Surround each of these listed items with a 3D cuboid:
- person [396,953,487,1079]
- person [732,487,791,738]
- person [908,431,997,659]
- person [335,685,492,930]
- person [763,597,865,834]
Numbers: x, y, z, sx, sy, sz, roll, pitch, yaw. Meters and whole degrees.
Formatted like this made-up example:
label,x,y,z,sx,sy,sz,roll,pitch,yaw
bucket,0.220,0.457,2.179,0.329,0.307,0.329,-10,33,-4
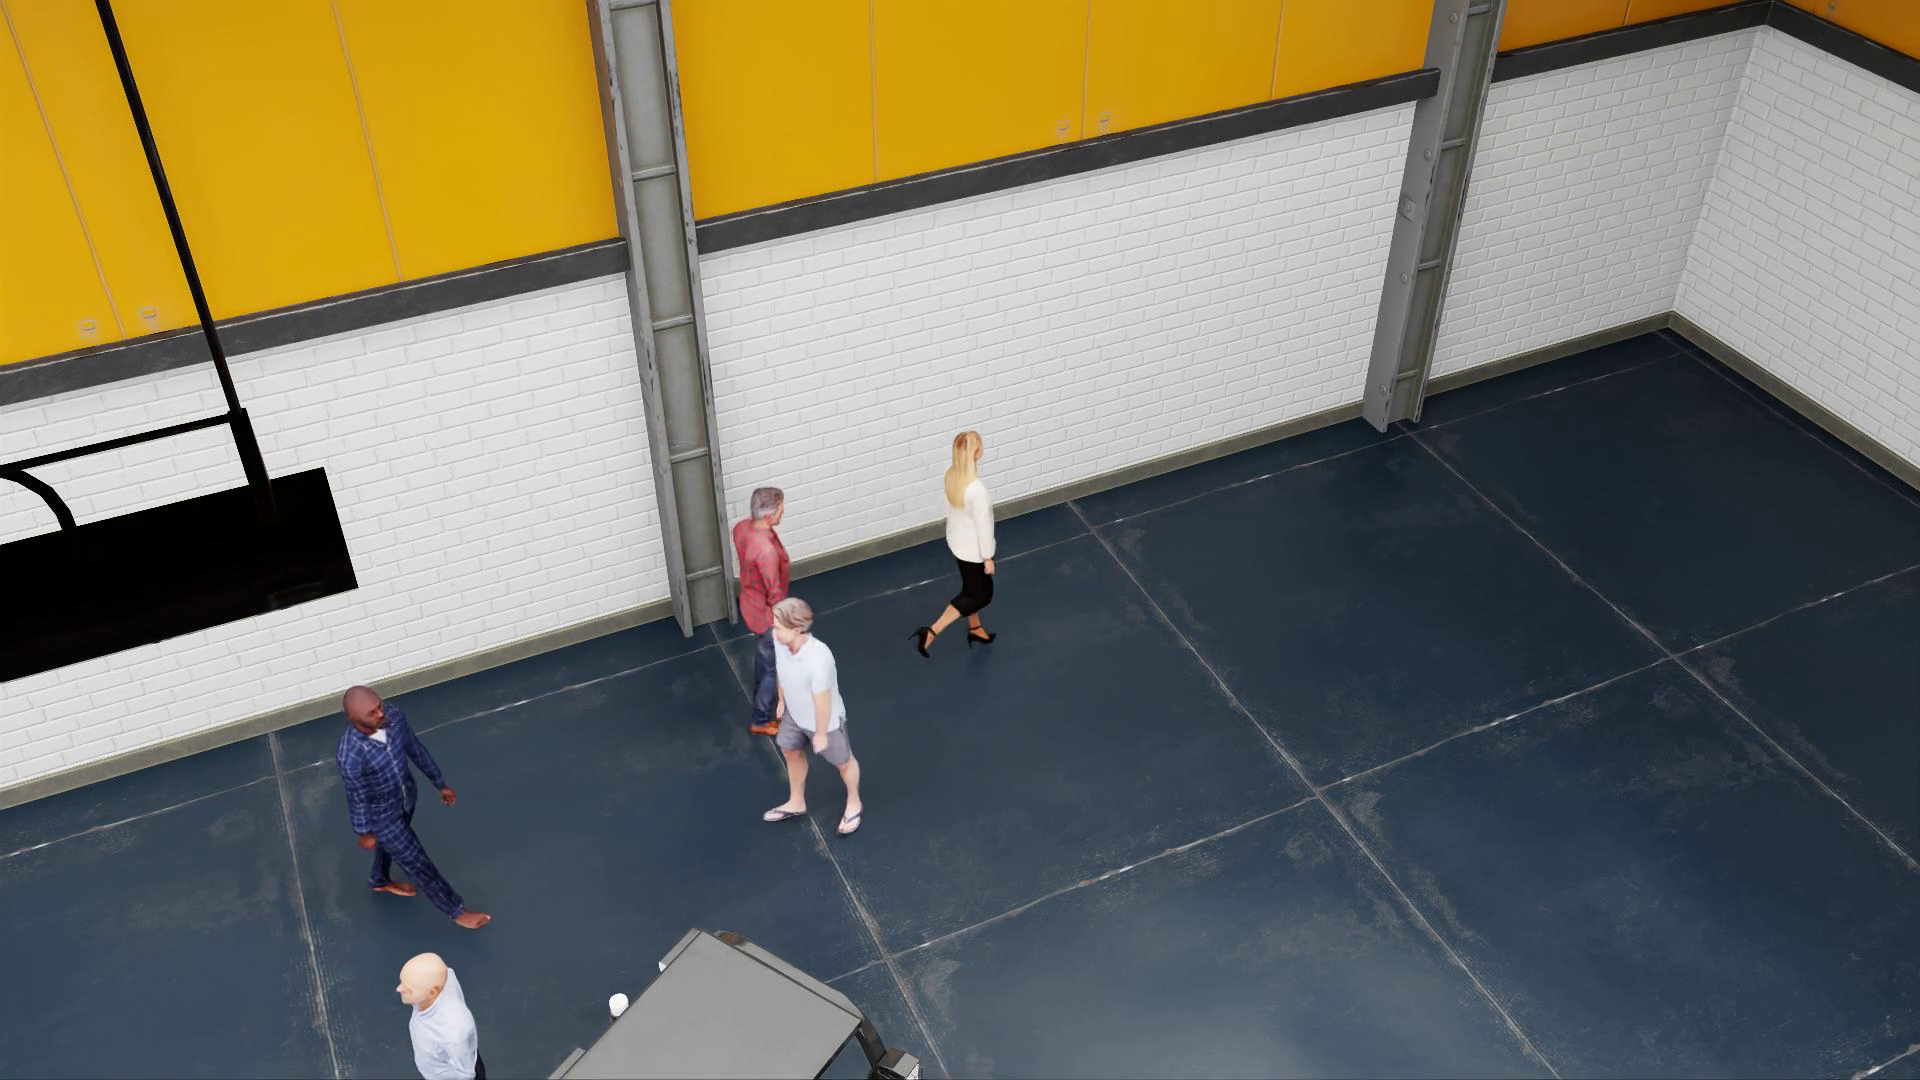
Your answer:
label,x,y,z,sx,sy,sz,roll,pitch,yaw
person,-2.424,2.580,7.996,0.607,1.791,0.663,-21,43,-25
person,-1.257,0.453,10.640,0.640,1.815,0.733,-15,41,-18
person,0.000,0.103,11.058,0.940,1.840,0.653,-19,42,-22
person,-3.297,1.477,9.395,1.207,1.768,1.115,10,40,12
person,-0.812,1.024,9.932,0.787,1.807,0.892,28,46,30
